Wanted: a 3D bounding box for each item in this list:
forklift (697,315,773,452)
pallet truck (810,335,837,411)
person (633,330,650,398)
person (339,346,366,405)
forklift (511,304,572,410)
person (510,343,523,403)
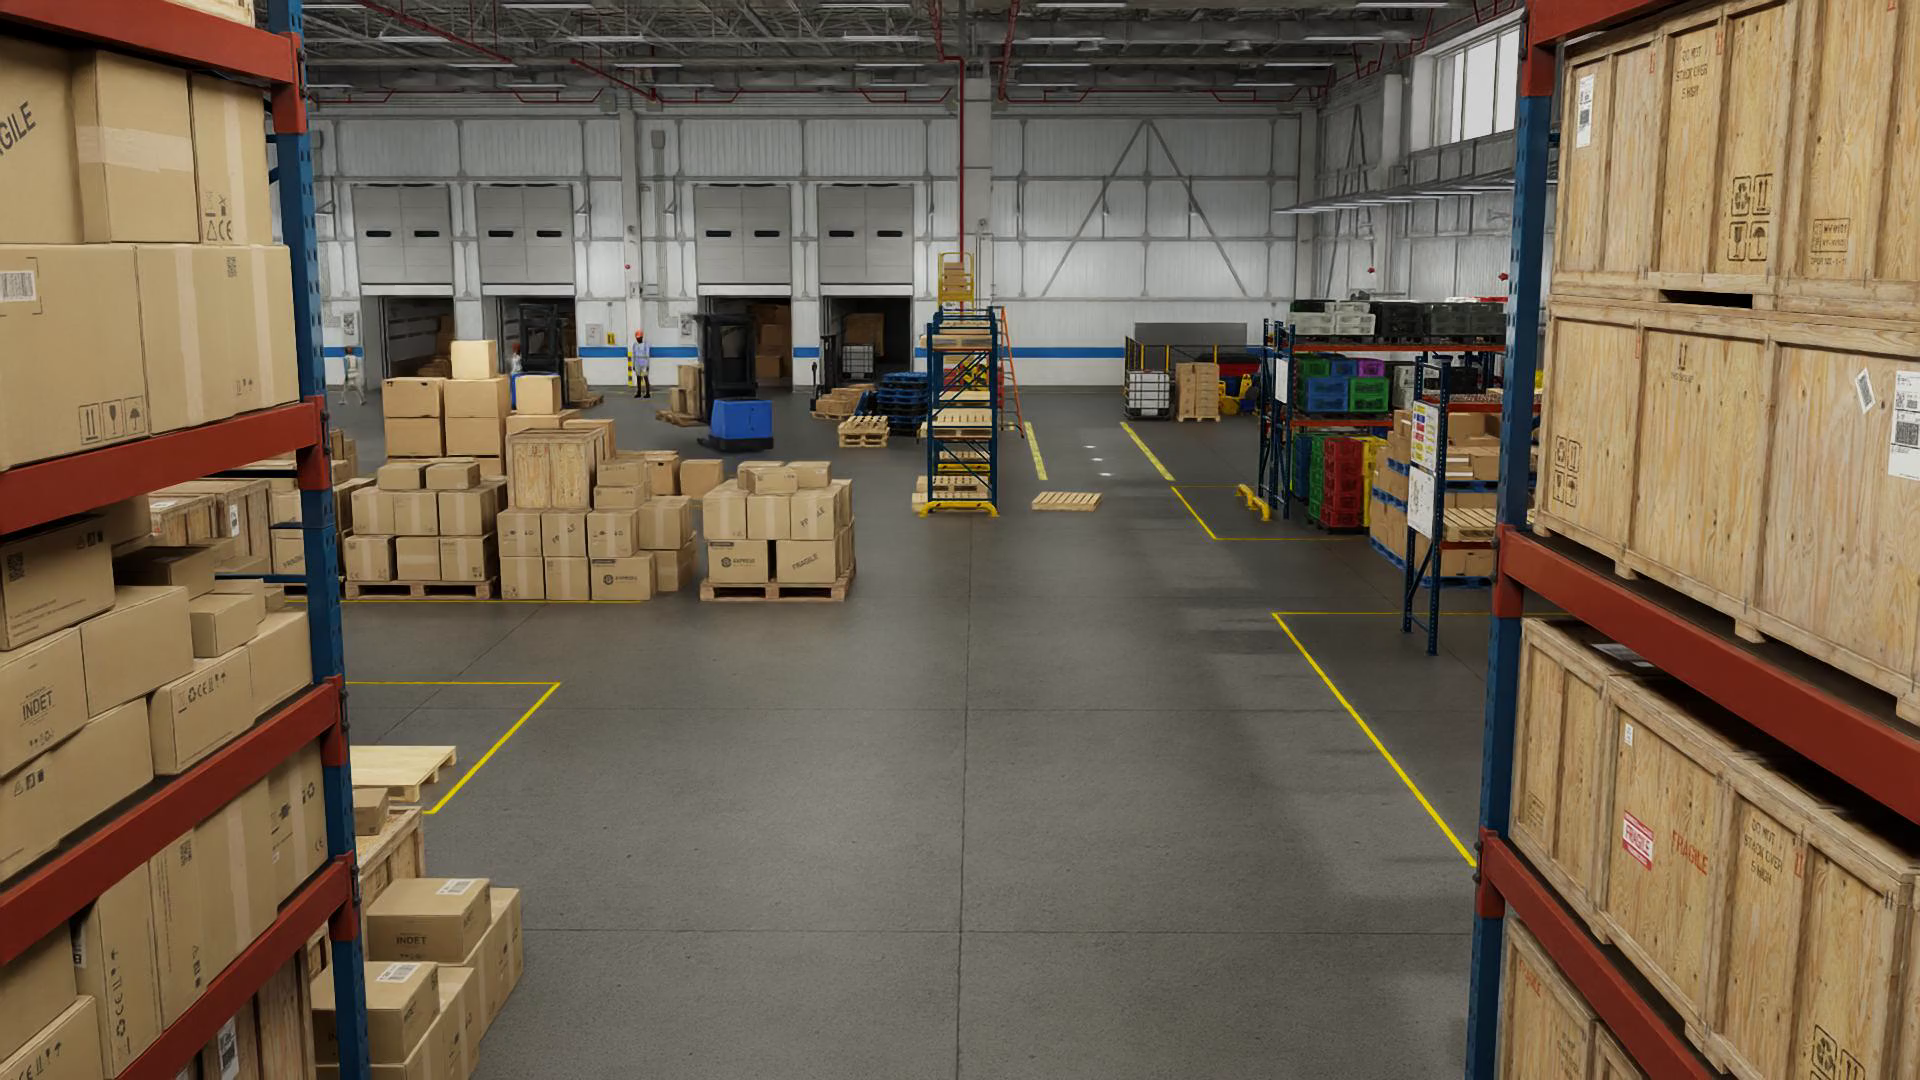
[{"bbox_3d":[-4.720,-3.316,34.835,1.129,2.768,1.873,-5,11,-25],"label":"forklift"},{"bbox_3d":[-3.021,-4.312,43.126,1.885,1.965,0.823,3,10,17],"label":"pallet truck"},{"bbox_3d":[-9.059,-4.983,47.210,0.545,1.927,0.390,4,11,21],"label":"person"},{"bbox_3d":[-16.511,-4.460,45.133,0.870,1.599,0.527,5,11,25],"label":"person"},{"bbox_3d":[-10.724,-4.629,42.411,1.129,2.768,1.873,0,10,1],"label":"forklift"},{"bbox_3d":[-11.317,-4.127,42.495,0.803,1.841,0.577,-2,10,-14],"label":"person"}]
